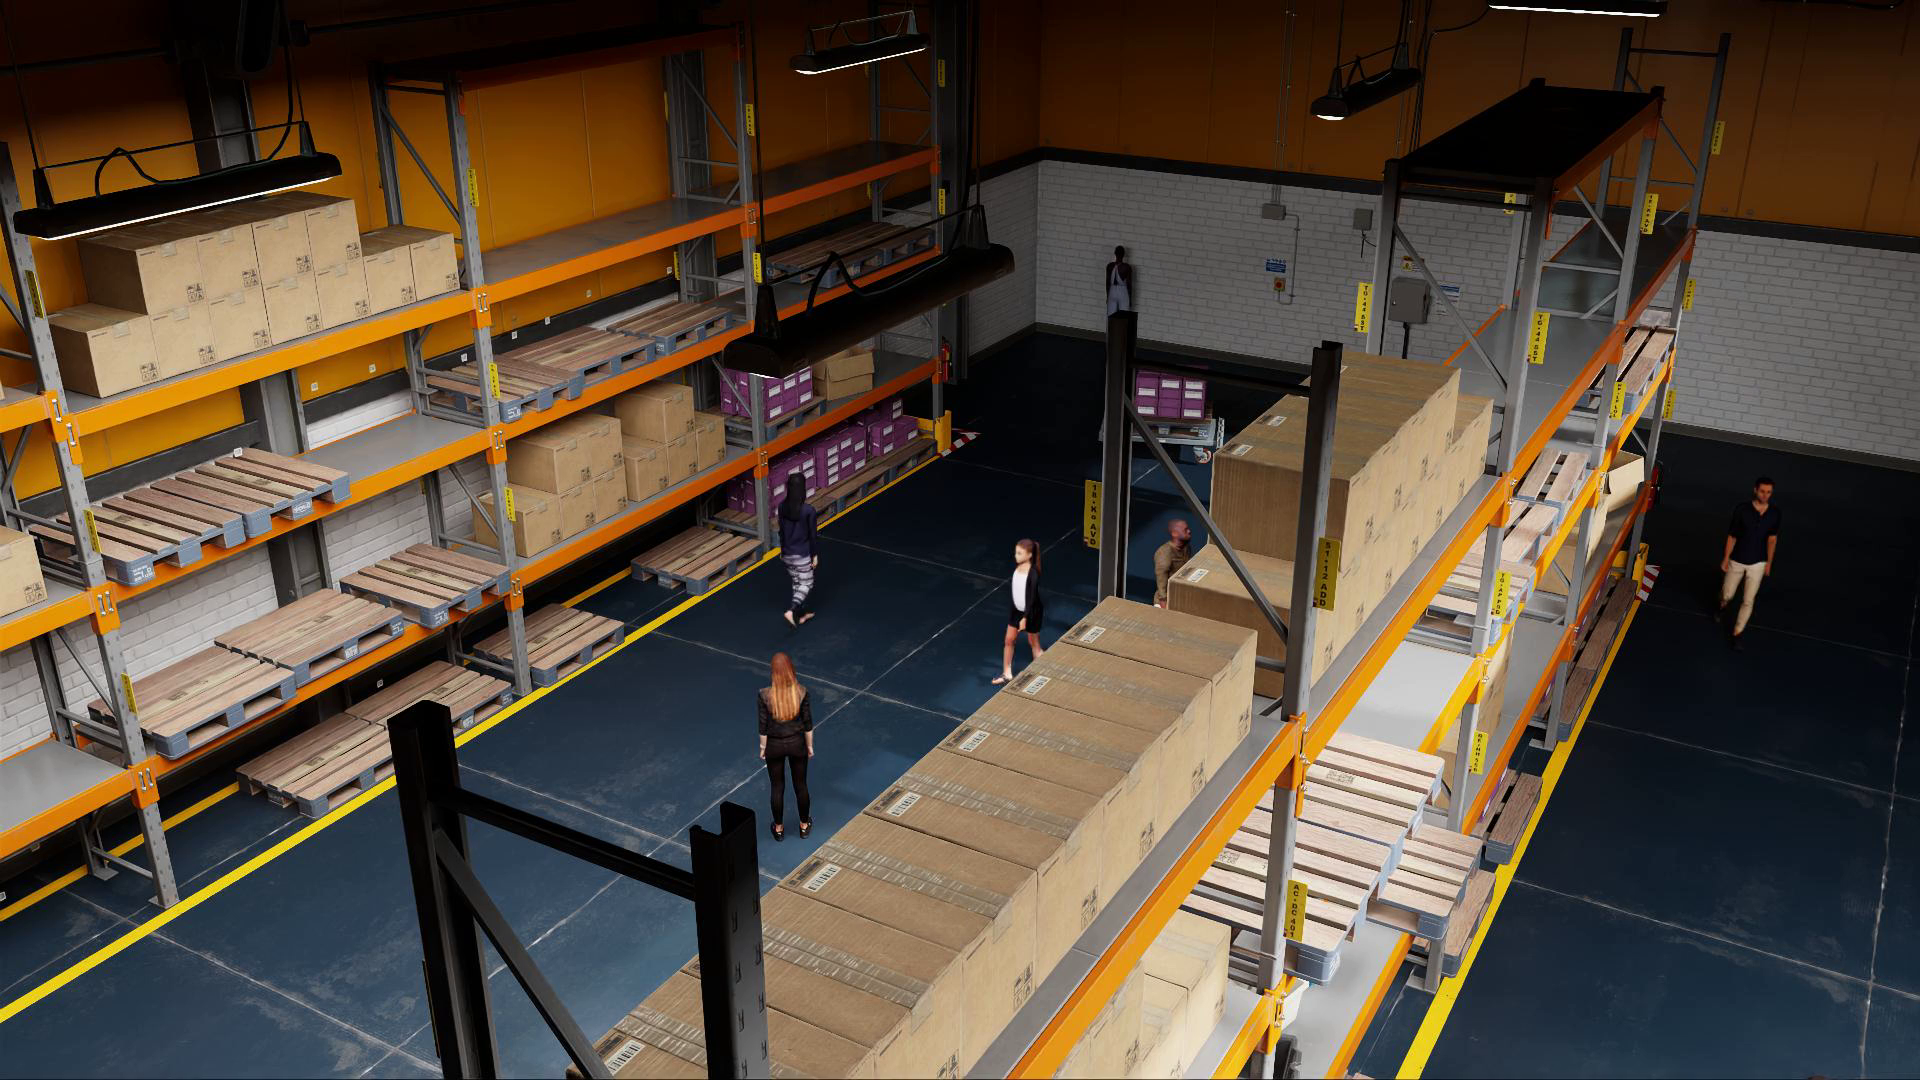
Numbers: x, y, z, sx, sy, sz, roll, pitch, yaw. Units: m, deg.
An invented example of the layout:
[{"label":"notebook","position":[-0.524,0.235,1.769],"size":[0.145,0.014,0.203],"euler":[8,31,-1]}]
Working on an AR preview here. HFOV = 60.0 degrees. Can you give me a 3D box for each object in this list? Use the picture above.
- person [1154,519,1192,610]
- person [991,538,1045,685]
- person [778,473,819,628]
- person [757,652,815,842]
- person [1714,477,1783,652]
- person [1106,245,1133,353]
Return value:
[{"label":"person","position":[2.059,0.630,16.180],"size":[0.793,1.824,0.530],"euler":[15,28,31]},{"label":"person","position":[0.721,0.687,16.413],"size":[0.904,1.533,0.689],"euler":[-20,31,-38]},{"label":"person","position":[-1.746,0.152,17.405],"size":[0.644,1.719,0.839],"euler":[11,26,24]},{"label":"person","position":[-1.447,1.718,13.832],"size":[0.676,1.710,0.711],"euler":[-3,24,-7]},{"label":"person","position":[8.102,0.186,17.164],"size":[0.802,1.848,0.999],"euler":[6,24,13]},{"label":"person","position":[2.508,-3.791,26.343],"size":[0.594,1.785,0.515],"euler":[9,25,20]}]
